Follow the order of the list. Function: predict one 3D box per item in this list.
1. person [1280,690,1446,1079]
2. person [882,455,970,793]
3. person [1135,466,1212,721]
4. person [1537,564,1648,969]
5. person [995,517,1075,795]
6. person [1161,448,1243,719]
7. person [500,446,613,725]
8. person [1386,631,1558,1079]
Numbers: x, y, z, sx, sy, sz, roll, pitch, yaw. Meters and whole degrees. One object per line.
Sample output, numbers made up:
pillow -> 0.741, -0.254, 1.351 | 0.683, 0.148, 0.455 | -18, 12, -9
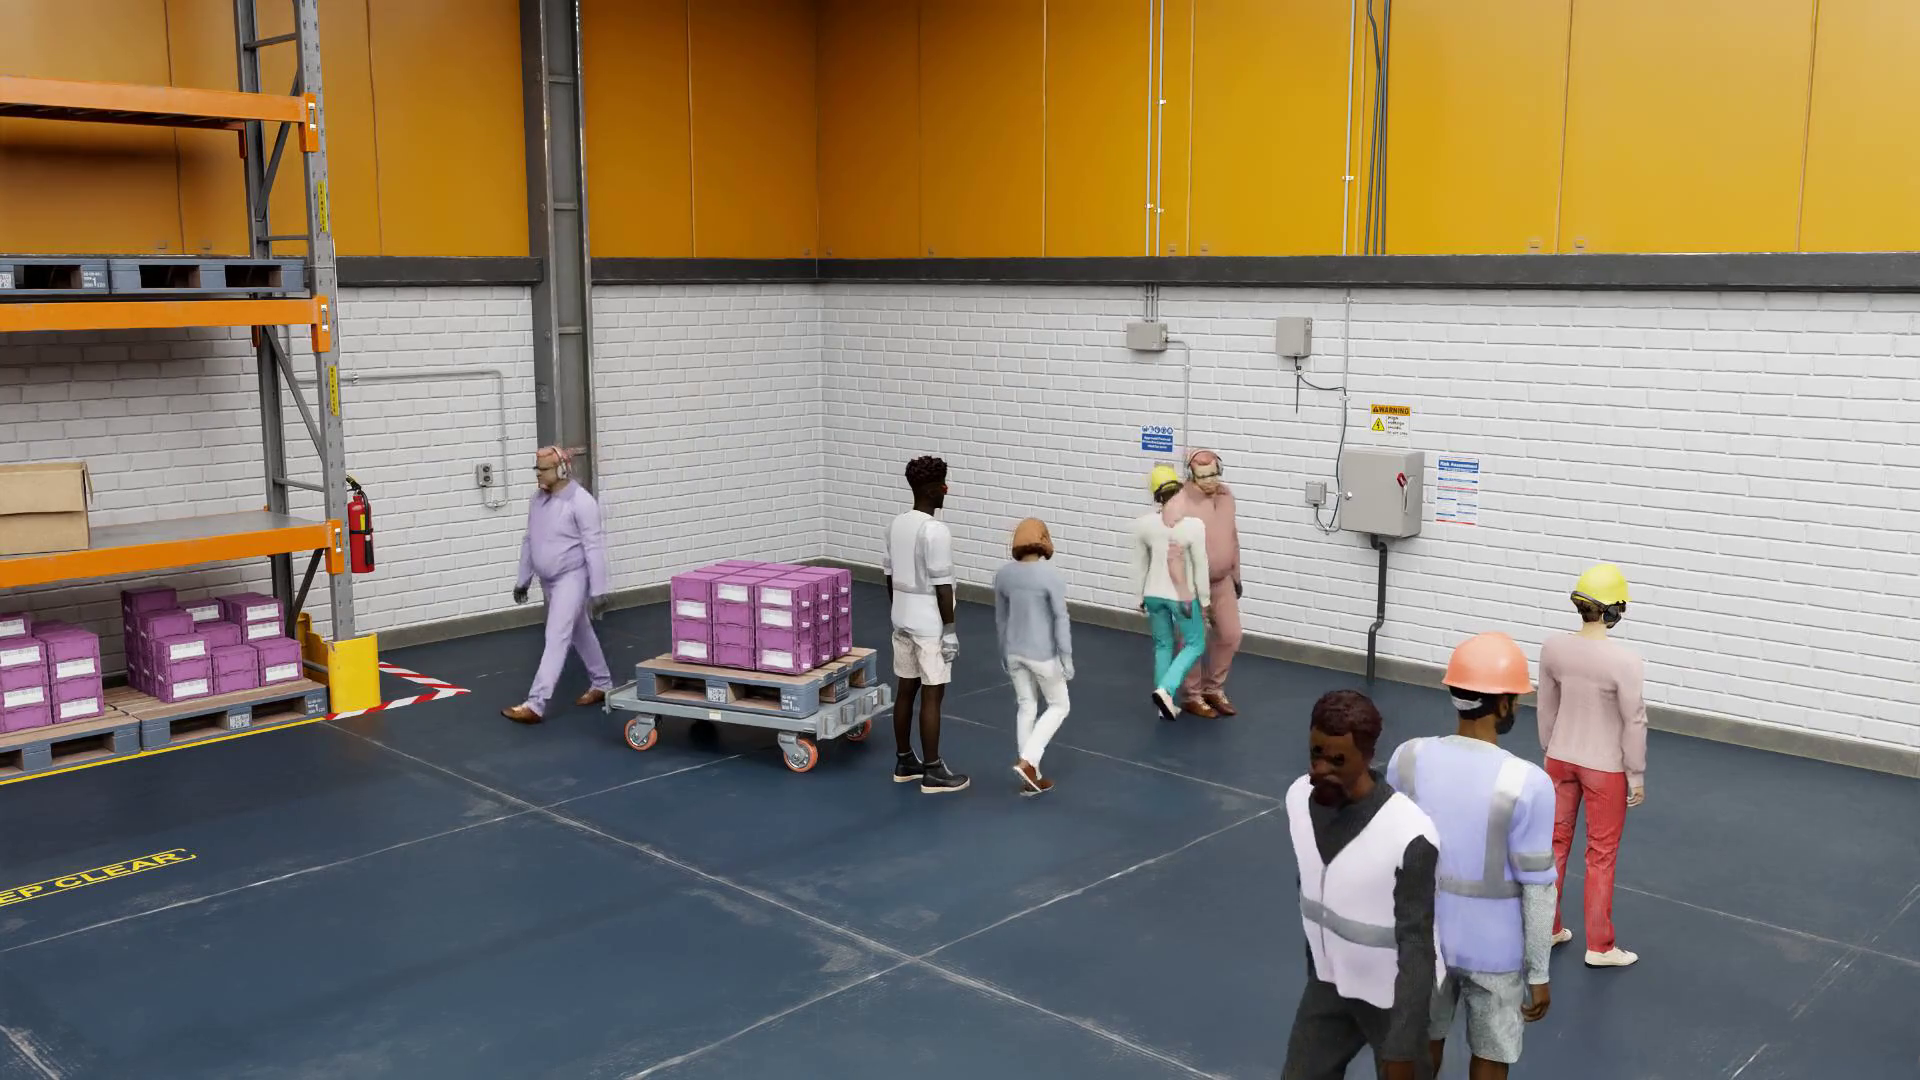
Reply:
person -> 1.177, 1.325, 4.881 | 1.031, 1.864, 0.637 | -6, 11, -31
person -> -0.206, 0.482, 9.693 | 0.368, 1.967, 0.600 | -6, 11, -34
person -> 1.391, 0.376, 11.043 | 0.544, 1.742, 0.506 | 7, 11, 36
person -> 2.755, 0.979, 7.265 | 0.308, 1.769, 0.524 | -6, 11, -34
person -> 0.412, 0.678, 9.544 | 0.563, 1.610, 0.418 | 8, 12, 40
person -> 1.640, 0.299, 11.131 | 0.704, 1.864, 0.486 | -6, 11, -33
person -> -2.737, 0.287, 11.243 | 0.679, 1.848, 1.010 | 9, 13, 44
person -> 1.584, 1.237, 5.164 | 0.551, 1.933, 0.376 | 9, 13, 43
